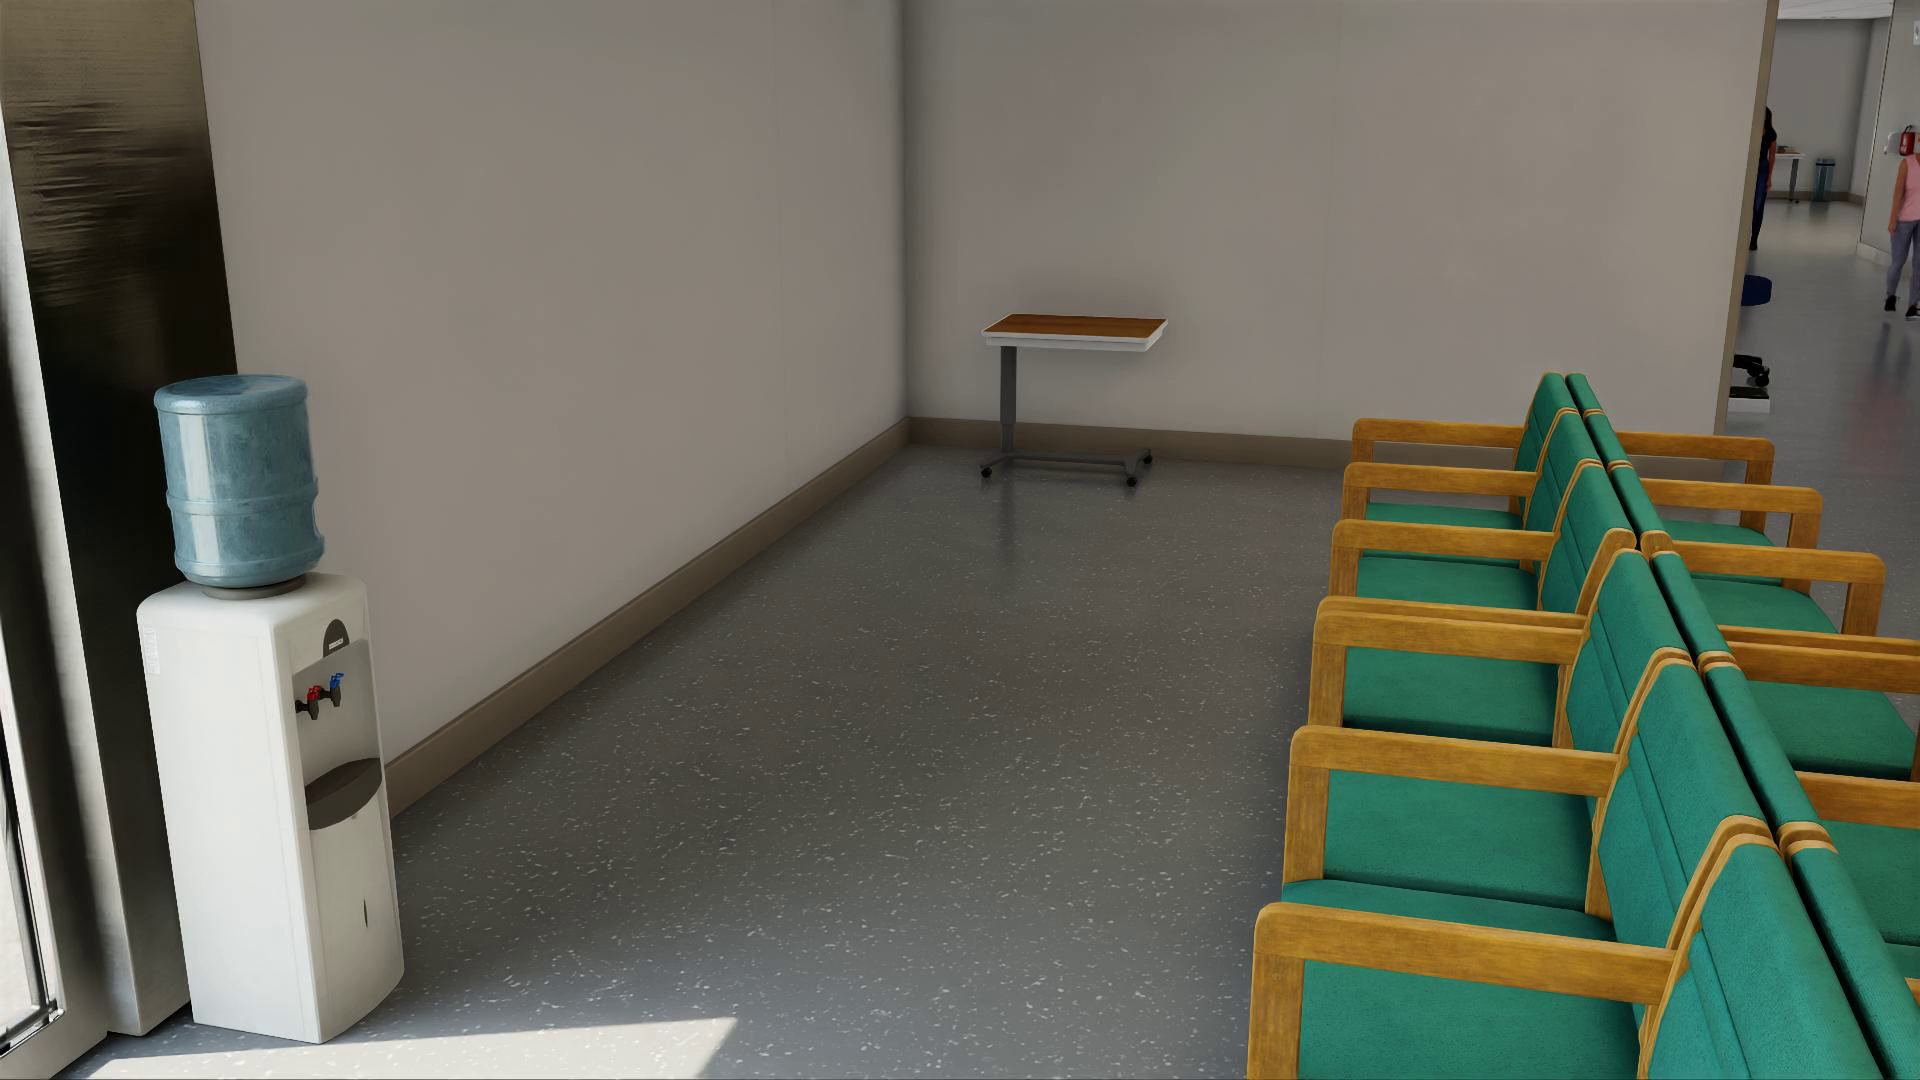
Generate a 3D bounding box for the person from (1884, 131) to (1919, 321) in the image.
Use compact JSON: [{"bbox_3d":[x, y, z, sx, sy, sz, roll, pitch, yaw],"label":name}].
[{"bbox_3d":[8.409,-2.794,14.698,1.087,1.682,0.685,6,17,20],"label":"person"}]
